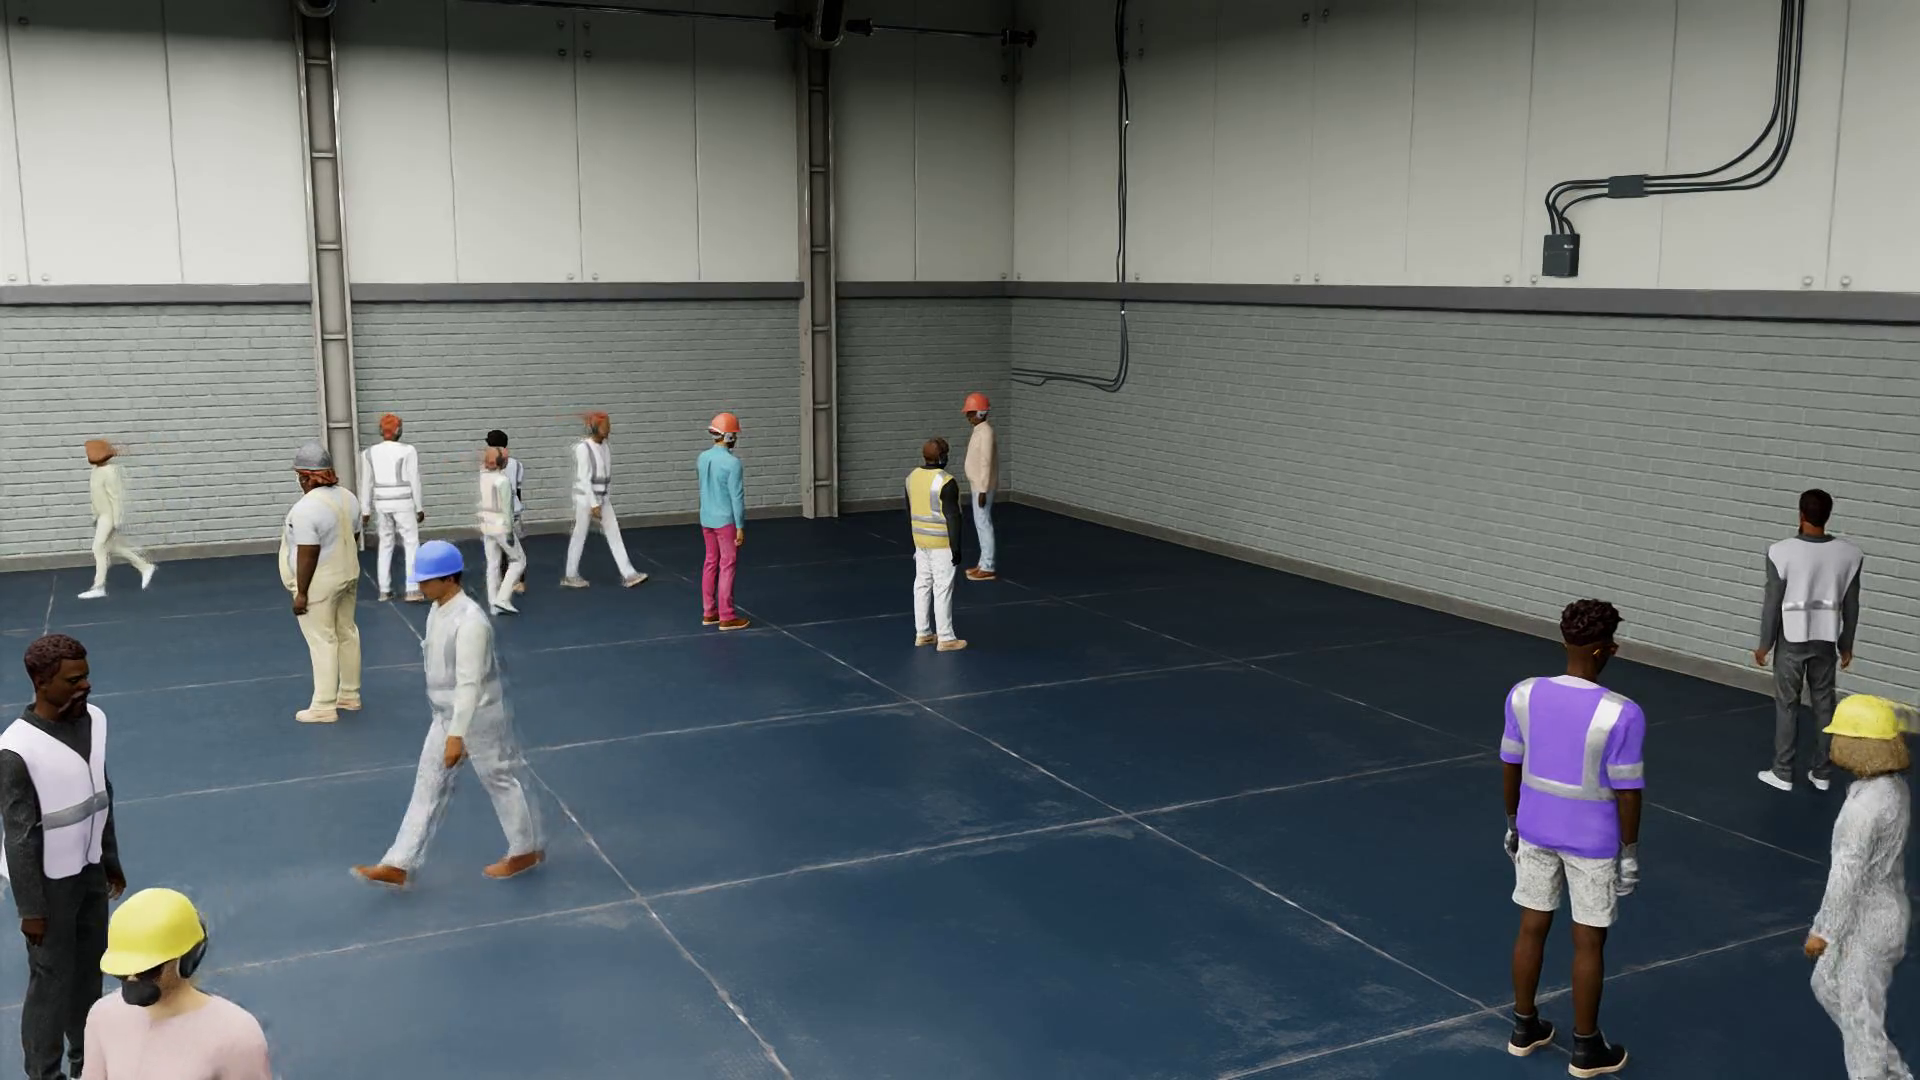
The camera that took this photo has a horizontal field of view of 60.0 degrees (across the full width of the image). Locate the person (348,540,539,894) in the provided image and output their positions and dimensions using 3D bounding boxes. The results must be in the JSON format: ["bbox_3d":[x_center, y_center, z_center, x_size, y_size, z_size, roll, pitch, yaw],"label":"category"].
[{"bbox_3d":[-2.683,0.939,8.695,1.038,1.883,0.623,-7,12,-38],"label":"person"}]

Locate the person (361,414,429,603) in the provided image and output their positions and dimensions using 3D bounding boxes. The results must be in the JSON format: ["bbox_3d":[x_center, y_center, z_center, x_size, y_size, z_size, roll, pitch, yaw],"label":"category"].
[{"bbox_3d":[-5.560,-0.293,16.375,0.795,1.868,0.541,2,9,13],"label":"person"}]

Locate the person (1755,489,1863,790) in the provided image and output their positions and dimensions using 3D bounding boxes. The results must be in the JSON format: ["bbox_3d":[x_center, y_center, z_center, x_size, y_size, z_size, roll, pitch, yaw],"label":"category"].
[{"bbox_3d":[5.351,0.635,10.497,0.597,1.916,0.371,0,9,2],"label":"person"}]

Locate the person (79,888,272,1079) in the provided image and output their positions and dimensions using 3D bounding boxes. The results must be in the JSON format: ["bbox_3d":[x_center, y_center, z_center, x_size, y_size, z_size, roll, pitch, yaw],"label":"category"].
[{"bbox_3d":[-2.065,1.741,4.287,0.540,1.724,0.887,3,10,19],"label":"person"}]

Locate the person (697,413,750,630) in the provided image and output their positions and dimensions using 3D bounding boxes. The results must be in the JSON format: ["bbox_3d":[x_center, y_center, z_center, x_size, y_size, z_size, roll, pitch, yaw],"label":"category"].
[{"bbox_3d":[-2.164,-0.172,15.276,0.608,1.987,0.401,9,13,44],"label":"person"}]

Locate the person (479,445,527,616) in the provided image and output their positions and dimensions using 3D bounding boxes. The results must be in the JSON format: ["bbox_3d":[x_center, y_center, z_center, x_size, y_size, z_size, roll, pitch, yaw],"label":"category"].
[{"bbox_3d":[-4.353,-0.083,15.785,0.378,1.625,0.537,-9,13,-43],"label":"person"}]

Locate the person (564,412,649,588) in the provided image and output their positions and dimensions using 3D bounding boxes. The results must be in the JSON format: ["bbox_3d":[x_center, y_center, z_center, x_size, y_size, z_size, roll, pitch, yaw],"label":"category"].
[{"bbox_3d":[-3.711,-0.393,17.096,0.969,1.831,0.585,4,10,25],"label":"person"}]

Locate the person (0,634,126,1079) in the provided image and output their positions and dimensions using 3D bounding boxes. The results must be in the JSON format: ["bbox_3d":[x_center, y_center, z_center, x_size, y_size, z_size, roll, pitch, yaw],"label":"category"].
[{"bbox_3d":[-3.487,1.298,6.452,0.391,1.911,0.584,0,9,2],"label":"person"}]

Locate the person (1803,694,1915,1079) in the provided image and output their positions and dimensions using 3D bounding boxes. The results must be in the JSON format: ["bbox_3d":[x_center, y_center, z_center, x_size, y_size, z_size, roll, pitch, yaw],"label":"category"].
[{"bbox_3d":[3.364,1.427,6.220,0.367,1.725,0.486,6,11,35],"label":"person"}]

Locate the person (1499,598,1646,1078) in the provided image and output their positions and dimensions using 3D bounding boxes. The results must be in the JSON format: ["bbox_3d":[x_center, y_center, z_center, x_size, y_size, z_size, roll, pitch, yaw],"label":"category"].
[{"bbox_3d":[2.510,1.205,6.831,0.367,1.964,0.609,-8,12,-39],"label":"person"}]

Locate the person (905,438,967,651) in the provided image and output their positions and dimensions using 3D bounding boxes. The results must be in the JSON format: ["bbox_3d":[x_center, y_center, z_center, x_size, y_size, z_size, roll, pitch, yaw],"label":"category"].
[{"bbox_3d":[-0.192,0.034,14.423,0.429,1.846,0.631,-8,12,-41],"label":"person"}]

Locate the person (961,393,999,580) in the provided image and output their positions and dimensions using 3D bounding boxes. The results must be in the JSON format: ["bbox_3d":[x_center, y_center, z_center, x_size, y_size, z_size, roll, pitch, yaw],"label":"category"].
[{"bbox_3d":[0.212,-0.573,17.713,0.399,1.991,0.618,-1,9,-7],"label":"person"}]

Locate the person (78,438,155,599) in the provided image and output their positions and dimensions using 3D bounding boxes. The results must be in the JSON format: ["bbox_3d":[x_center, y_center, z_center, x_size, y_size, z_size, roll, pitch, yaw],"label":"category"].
[{"bbox_3d":[-8.584,-0.241,16.823,0.718,1.599,0.511,-9,13,-42],"label":"person"}]

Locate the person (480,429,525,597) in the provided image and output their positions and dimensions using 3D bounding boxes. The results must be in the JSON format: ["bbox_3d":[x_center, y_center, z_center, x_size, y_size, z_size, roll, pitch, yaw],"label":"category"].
[{"bbox_3d":[-4.597,-0.263,16.695,0.317,1.698,0.540,5,10,28],"label":"person"}]

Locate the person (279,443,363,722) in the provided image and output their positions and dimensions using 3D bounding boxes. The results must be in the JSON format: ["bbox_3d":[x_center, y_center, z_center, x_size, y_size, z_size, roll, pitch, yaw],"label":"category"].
[{"bbox_3d":[-4.699,0.303,12.163,0.536,2.000,0.672,2,9,12],"label":"person"}]
